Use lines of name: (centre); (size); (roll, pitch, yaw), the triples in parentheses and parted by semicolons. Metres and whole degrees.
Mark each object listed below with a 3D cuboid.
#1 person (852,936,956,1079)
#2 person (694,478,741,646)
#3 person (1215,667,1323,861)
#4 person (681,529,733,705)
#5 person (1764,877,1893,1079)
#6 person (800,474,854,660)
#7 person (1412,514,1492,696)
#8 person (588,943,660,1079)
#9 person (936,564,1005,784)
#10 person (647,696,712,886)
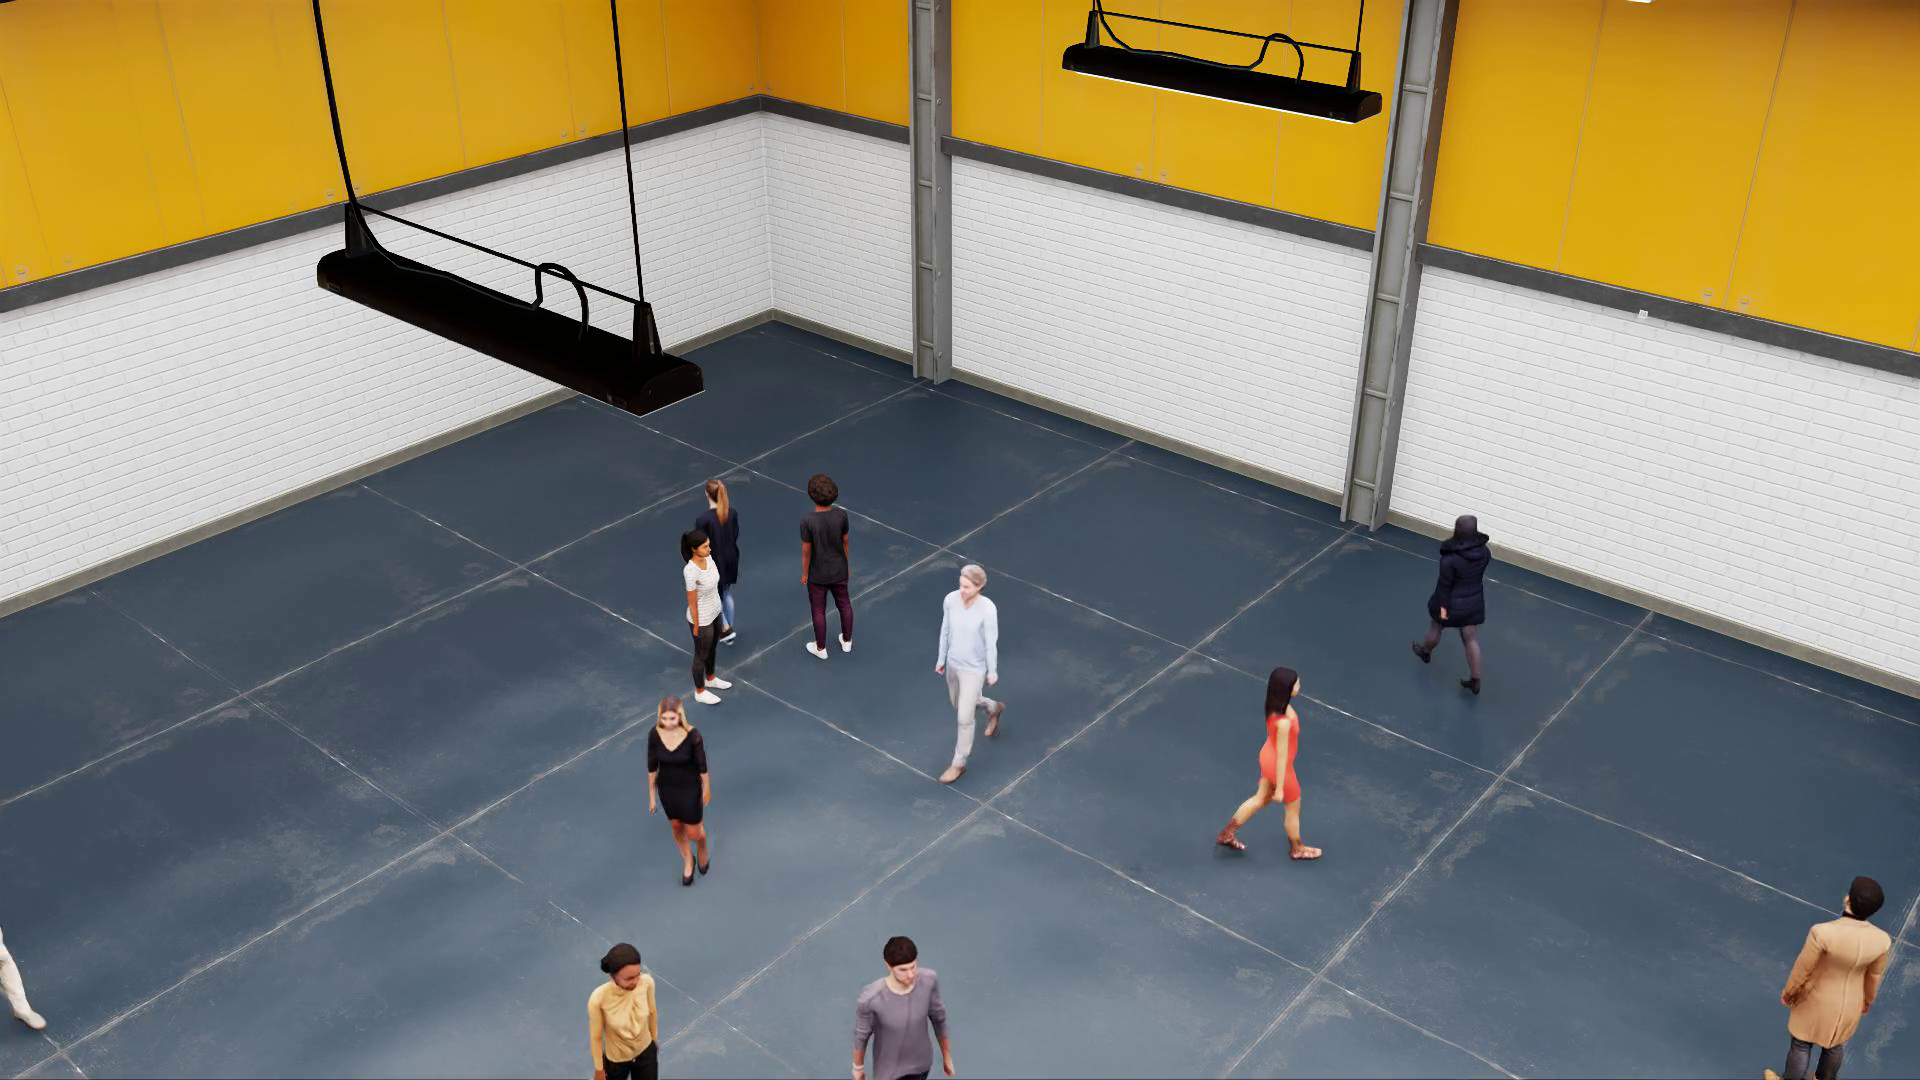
person: (-0.377, 2.999, 9.765); (0.977, 1.803, 1.269); (-15, 32, -25)
person: (-2.127, 0.247, 14.945); (0.711, 1.674, 0.759); (-21, 35, -33)
person: (2.268, 1.688, 12.288); (1.085, 1.689, 1.037); (-3, 29, -6)
person: (-2.202, 0.635, 14.264); (0.633, 1.645, 0.629); (9, 30, 15)
person: (5.352, 2.808, 10.200); (0.767, 1.721, 0.856); (0, 29, 1)
person: (-1.191, 0.234, 14.854); (0.701, 1.784, 0.687); (-14, 32, -24)
person: (4.379, 0.572, 14.392); (1.022, 1.633, 1.212); (-10, 30, -18)
person: (-2.012, 3.021, 9.910); (0.855, 1.626, 1.134); (-14, 32, -24)
person: (0.109, 0.991, 13.381); (1.088, 1.865, 0.703); (21, 35, 34)
person: (-2.010, 1.788, 12.130); (0.647, 1.666, 0.734); (5, 29, 9)
